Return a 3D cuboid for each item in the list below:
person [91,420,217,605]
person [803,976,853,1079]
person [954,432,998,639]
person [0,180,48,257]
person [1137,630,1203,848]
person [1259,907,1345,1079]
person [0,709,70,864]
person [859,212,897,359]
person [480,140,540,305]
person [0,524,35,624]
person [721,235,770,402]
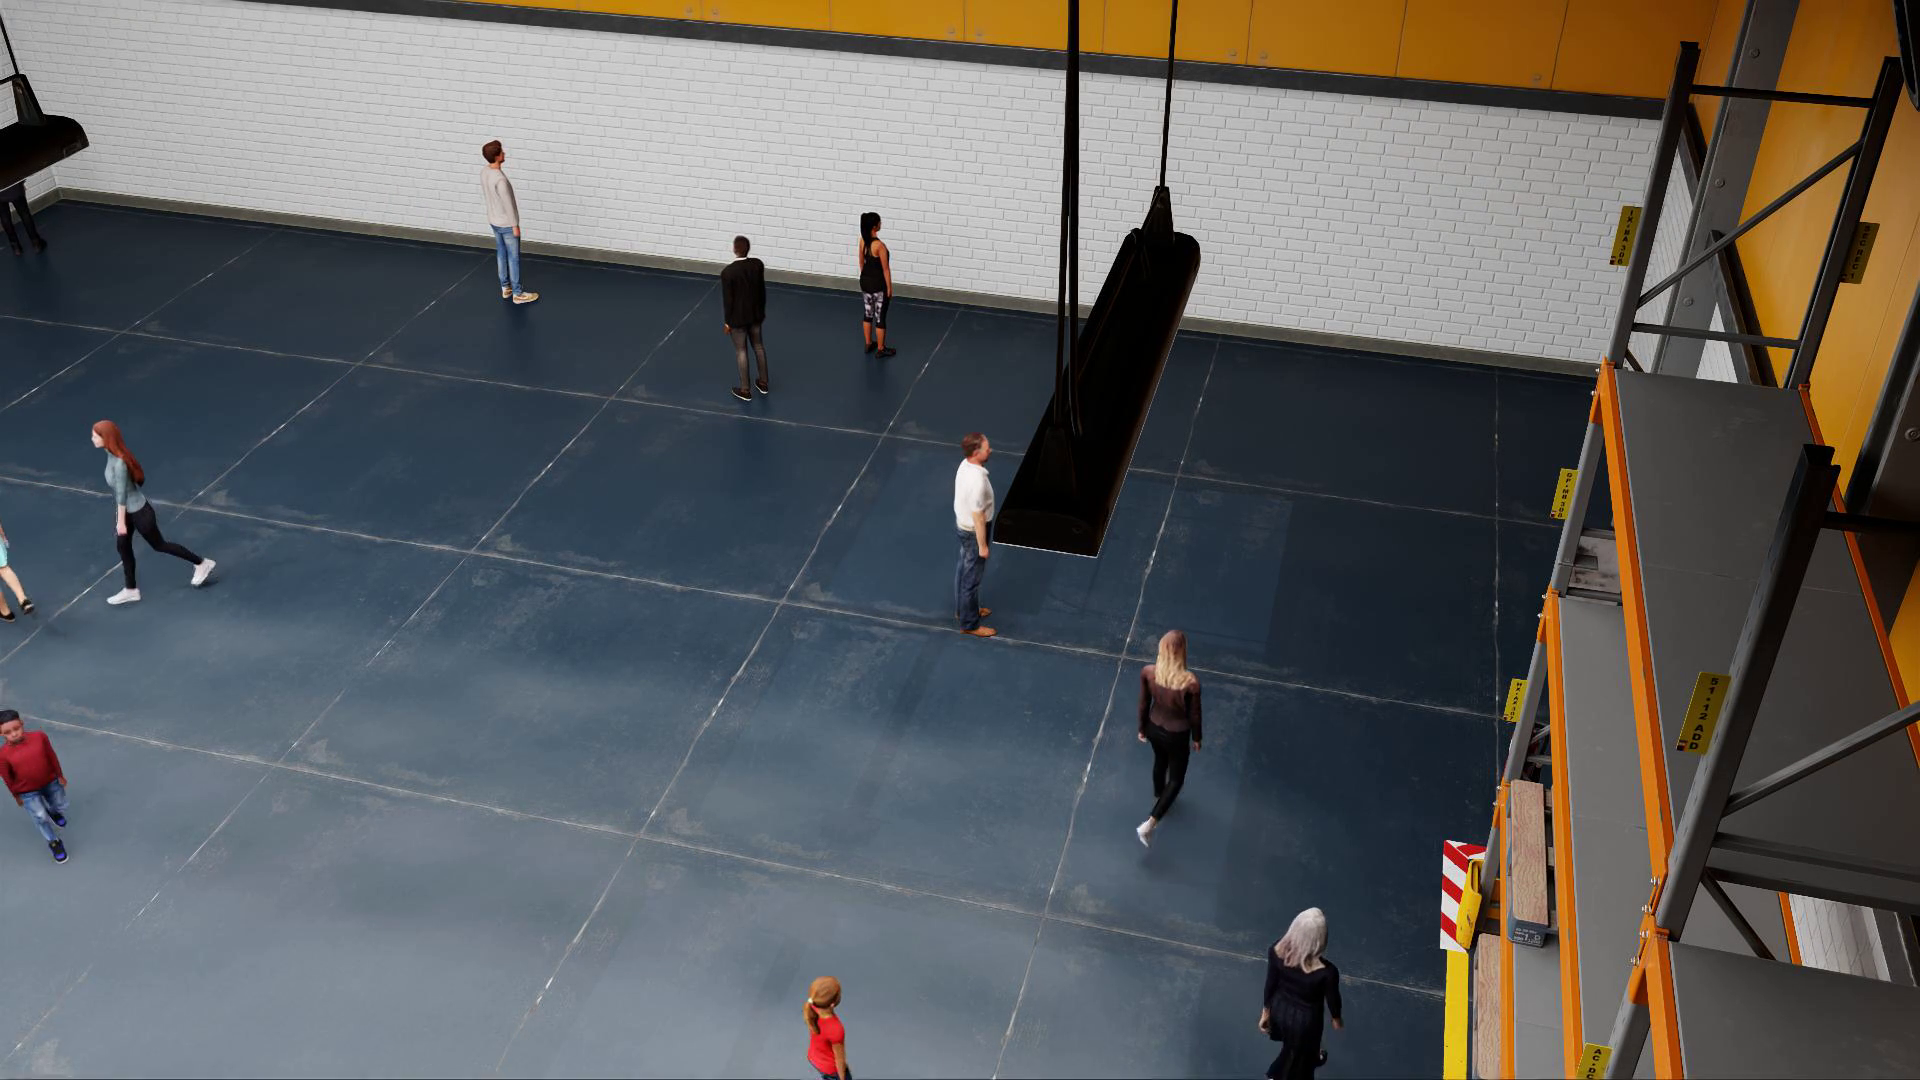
[{"bbox_3d":[-6.881,-0.233,14.059,1.148,1.709,1.054,-20,39,-27],"label":"person"},{"bbox_3d":[-0.810,3.016,9.540,0.767,1.300,0.679,-25,41,-32],"label":"person"},{"bbox_3d":[0.086,-0.072,13.684,0.792,1.856,0.638,-2,34,-3],"label":"person"},{"bbox_3d":[-11.572,-4.313,20.135,0.721,1.778,0.744,-8,34,-12],"label":"person"},{"bbox_3d":[1.437,1.400,11.623,0.799,1.686,1.063,18,38,25],"label":"person"},{"bbox_3d":[1.874,2.833,9.463,0.973,1.690,1.276,26,42,34],"label":"person"},{"bbox_3d":[-6.479,1.662,11.625,0.730,1.248,0.714,28,43,35],"label":"person"},{"bbox_3d":[-0.920,-2.766,17.913,0.653,1.661,0.658,28,43,35],"label":"person"},{"bbox_3d":[-5.213,-3.639,19.007,0.768,1.904,0.762,-27,42,-35],"label":"person"},{"bbox_3d":[-8.048,0.053,13.770,0.712,1.553,0.734,17,37,23],"label":"person"},{"bbox_3d":[-2.194,-2.296,17.081,0.702,1.799,0.802,-25,41,-32],"label":"person"}]
